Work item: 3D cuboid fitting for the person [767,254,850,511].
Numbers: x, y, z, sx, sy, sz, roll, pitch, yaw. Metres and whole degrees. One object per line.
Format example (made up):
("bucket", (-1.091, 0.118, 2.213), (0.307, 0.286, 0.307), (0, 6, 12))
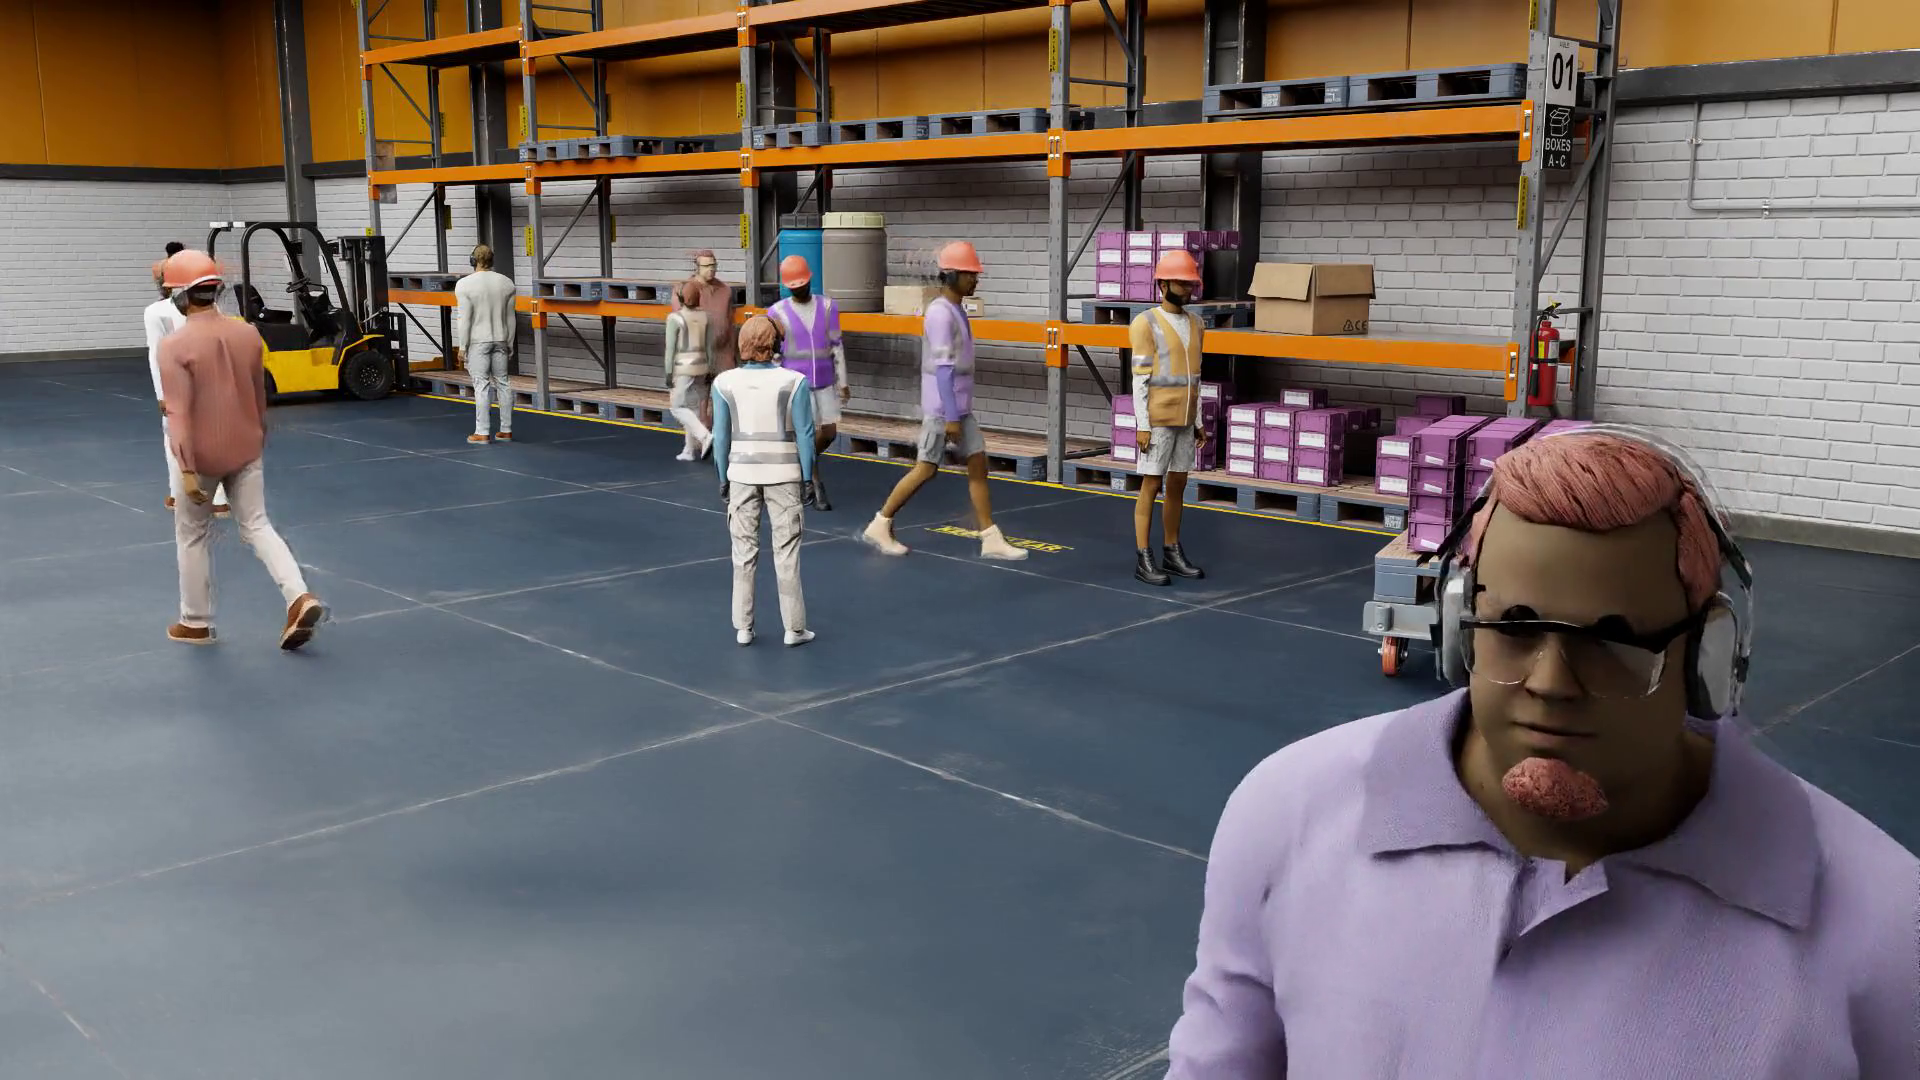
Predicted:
("person", (-1.141, -1.175, 12.364), (0.620, 1.888, 0.683), (-4, 11, -22))

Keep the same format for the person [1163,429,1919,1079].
("person", (0.420, 0.850, 1.396), (0.650, 1.867, 0.946), (7, 13, 35))

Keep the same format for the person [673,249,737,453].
("person", (-2.337, -1.749, 15.496), (0.668, 1.888, 0.441), (-9, 14, -42))

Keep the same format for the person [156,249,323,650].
("person", (-3.558, -0.424, 8.095), (0.912, 1.963, 0.612), (6, 12, 30))

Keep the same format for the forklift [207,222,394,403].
("forklift", (-8.169, -2.758, 20.163), (2.313, 2.155, 1.214), (-10, 14, -44))

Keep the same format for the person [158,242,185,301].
("person", (-9.813, -2.763, 20.881), (0.620, 1.931, 0.814), (2, 11, 10))

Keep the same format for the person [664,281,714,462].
("person", (-2.363, -1.478, 14.740), (0.554, 1.620, 0.526), (8, 13, 37))

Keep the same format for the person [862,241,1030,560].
("person", (-0.121, -0.853, 10.367), (1.057, 1.992, 0.618), (2, 11, 13))

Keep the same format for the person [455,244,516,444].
("person", (-4.610, -1.903, 16.200), (0.370, 1.939, 0.631), (9, 14, 42))

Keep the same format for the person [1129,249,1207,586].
("person", (1.232, -0.712, 9.703), (0.545, 1.941, 0.350), (-8, 13, -39))

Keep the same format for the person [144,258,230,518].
("person", (-5.586, -1.095, 12.017), (0.828, 1.846, 0.614), (10, 14, 43))

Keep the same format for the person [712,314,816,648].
("person", (-0.956, -0.281, 8.168), (0.513, 1.642, 0.311), (2, 11, 9))
